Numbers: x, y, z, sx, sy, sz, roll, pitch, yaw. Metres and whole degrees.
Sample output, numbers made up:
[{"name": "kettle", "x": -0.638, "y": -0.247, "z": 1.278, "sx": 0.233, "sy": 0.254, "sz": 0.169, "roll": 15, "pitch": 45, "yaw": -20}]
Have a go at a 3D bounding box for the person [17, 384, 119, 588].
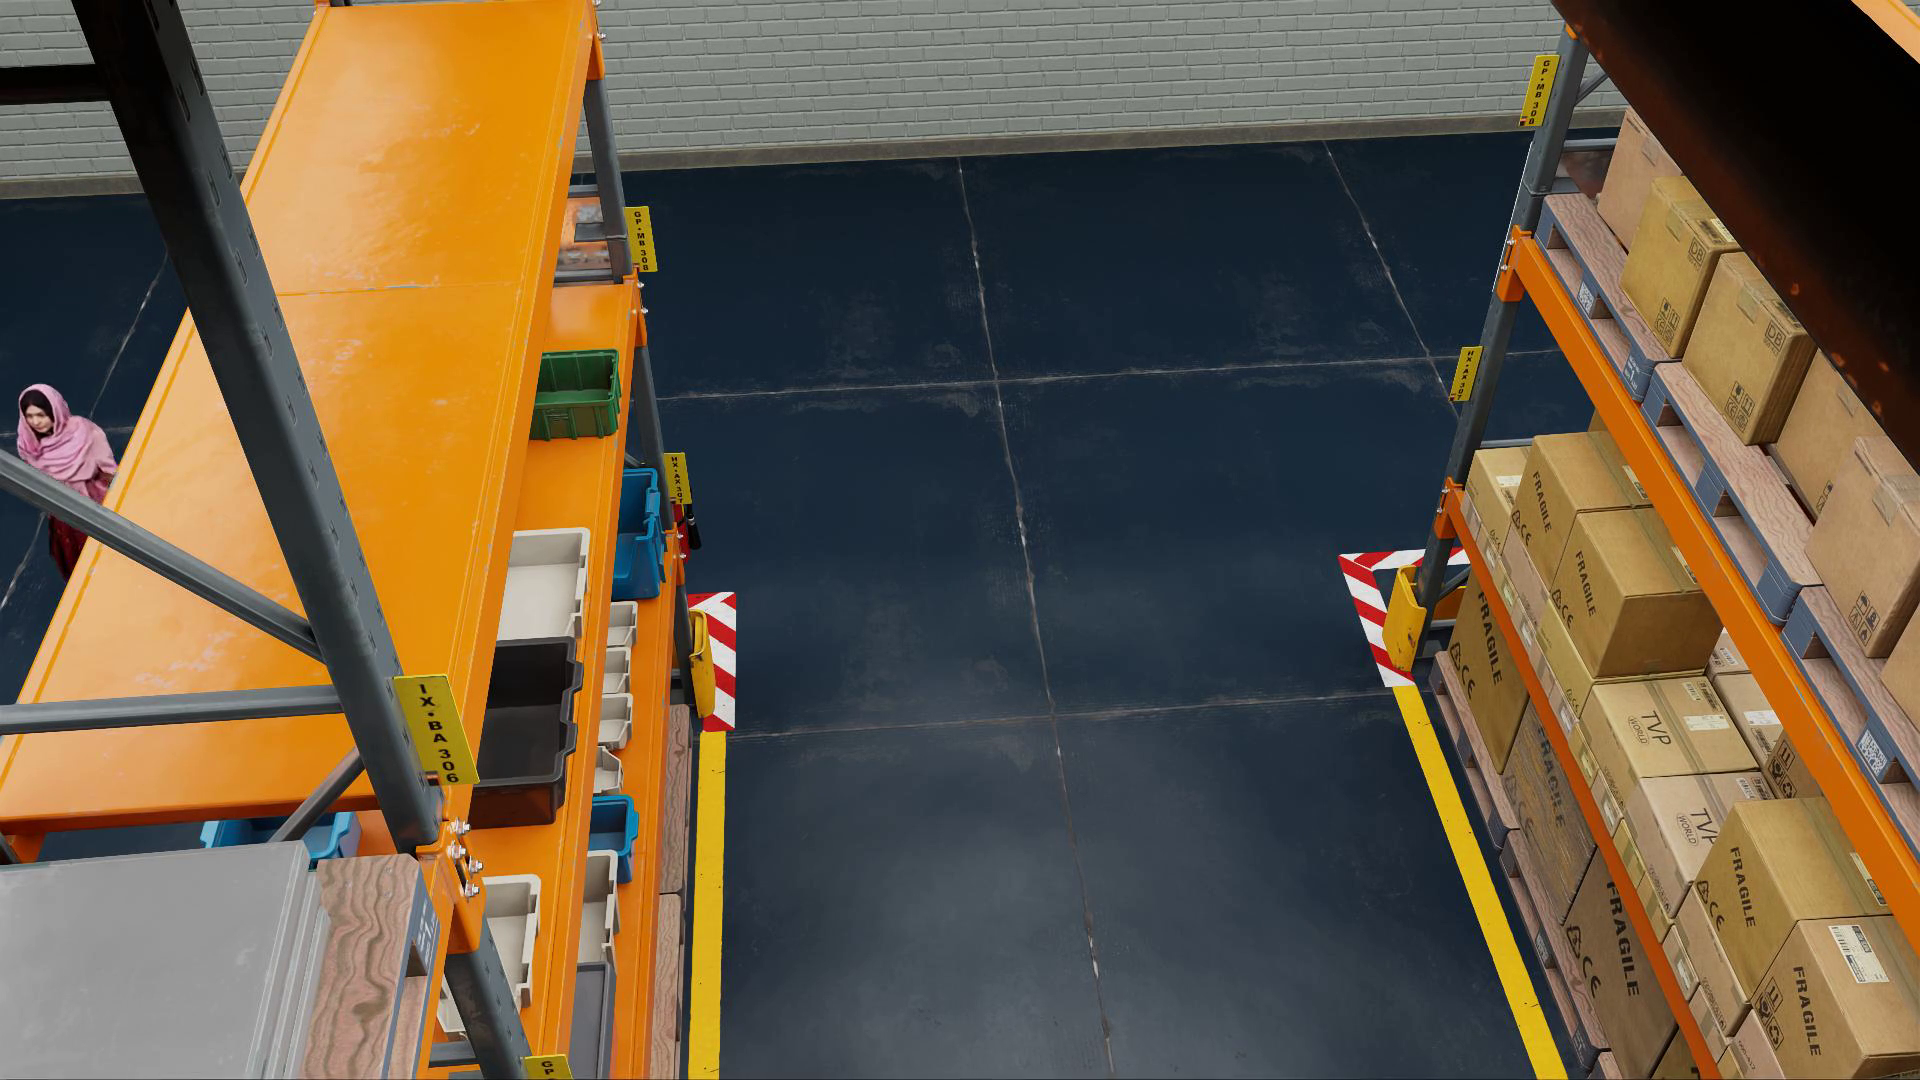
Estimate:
[{"name": "person", "x": -4.799, "y": -0.249, "z": 9.166, "sx": 0.737, "sy": 1.642, "sz": 0.855, "roll": -9, "pitch": 44, "yaw": -10}]
